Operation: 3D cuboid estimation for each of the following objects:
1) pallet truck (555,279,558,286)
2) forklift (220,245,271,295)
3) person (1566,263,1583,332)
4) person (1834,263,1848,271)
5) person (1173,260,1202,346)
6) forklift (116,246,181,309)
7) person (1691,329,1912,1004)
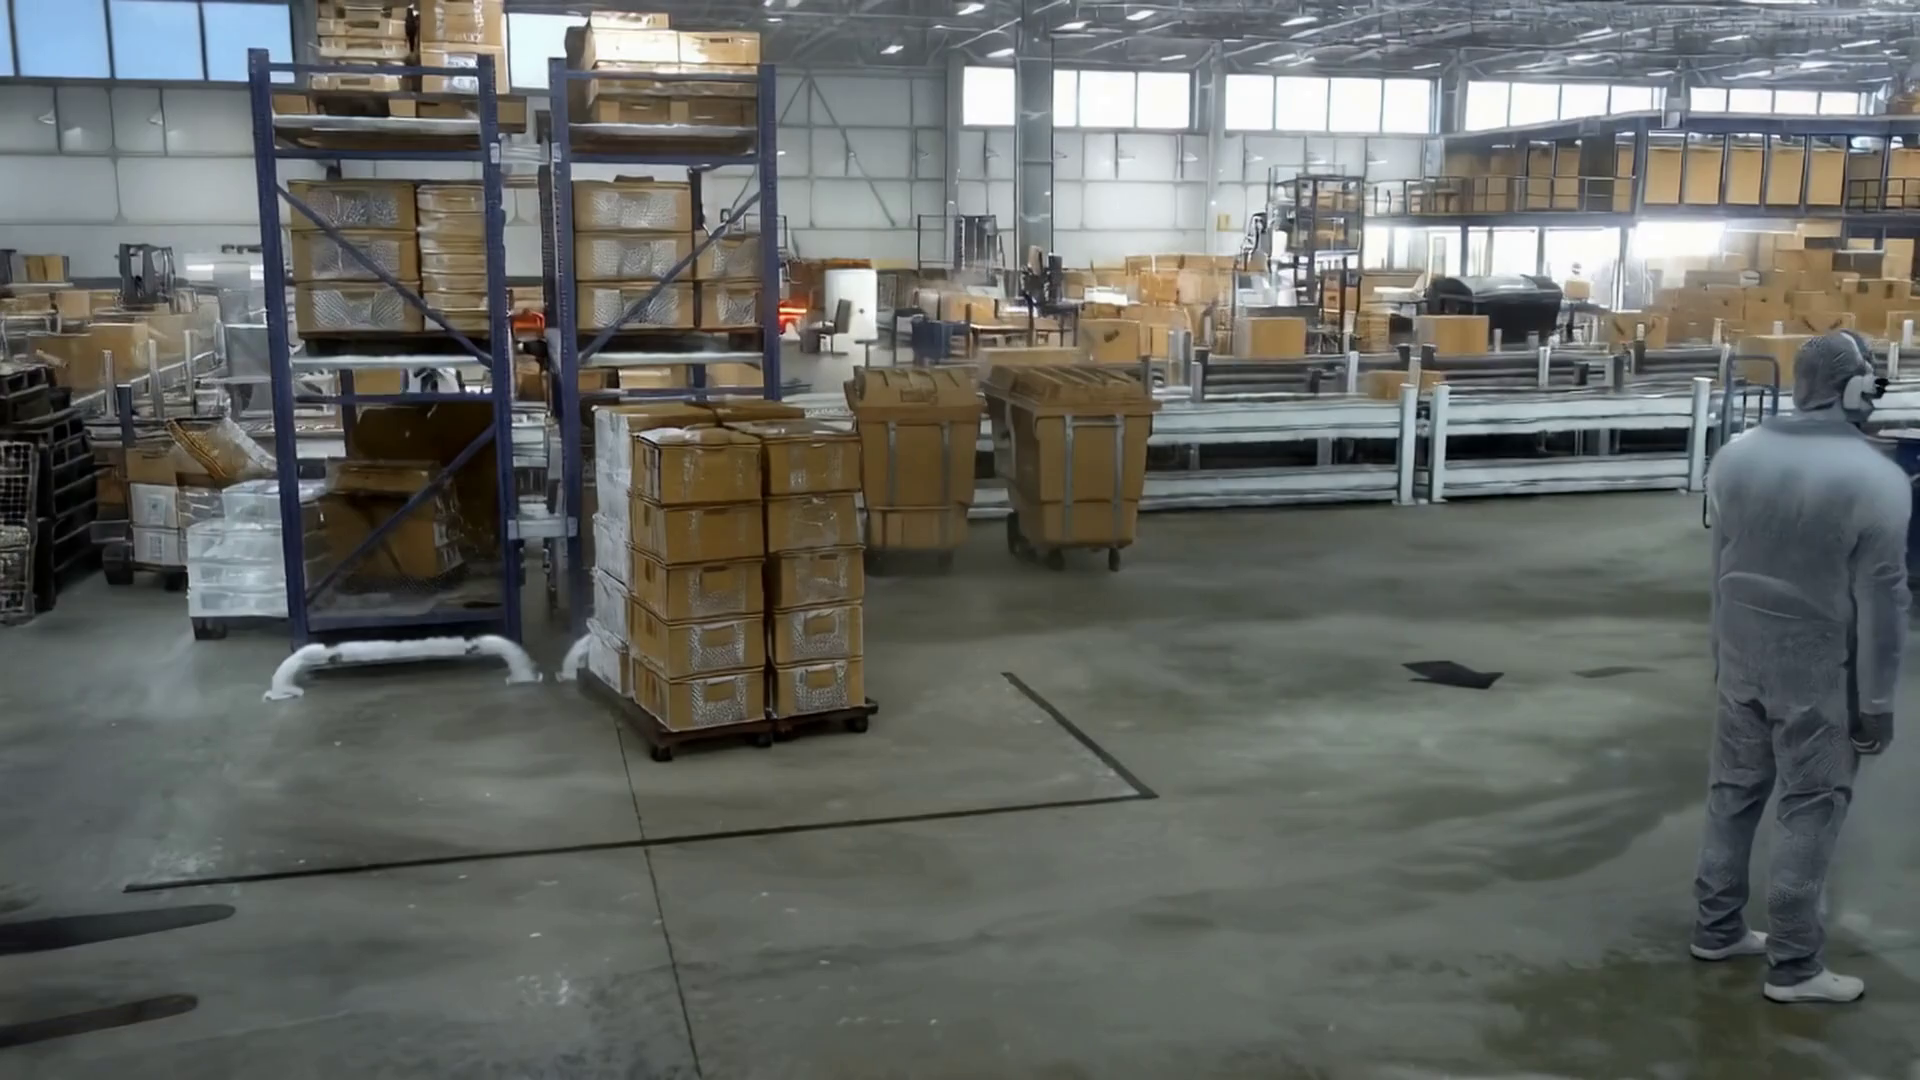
[{"bbox_3d":[-10.604,-6.375,44.520,0.653,1.274,1.630,-3,10,-15],"label":"pallet truck"},{"bbox_3d":[-17.749,-6.334,41.440,1.157,1.987,2.680,-3,10,-17],"label":"forklift"},{"bbox_3d":[15.223,-6.010,41.286,0.544,1.719,0.922,-7,12,-33],"label":"person"},{"bbox_3d":[15.475,-4.022,29.678,0.607,1.840,0.874,-4,11,-23],"label":"person"},{"bbox_3d":[4.852,-5.032,35.411,0.535,1.830,0.552,-6,12,-31],"label":"person"},{"bbox_3d":[-19.966,-6.232,40.894,1.157,1.987,2.680,-3,10,-15],"label":"forklift"},{"bbox_3d":[2.402,0.358,4.725,0.399,1.900,0.636,-4,11,-22],"label":"person"}]
